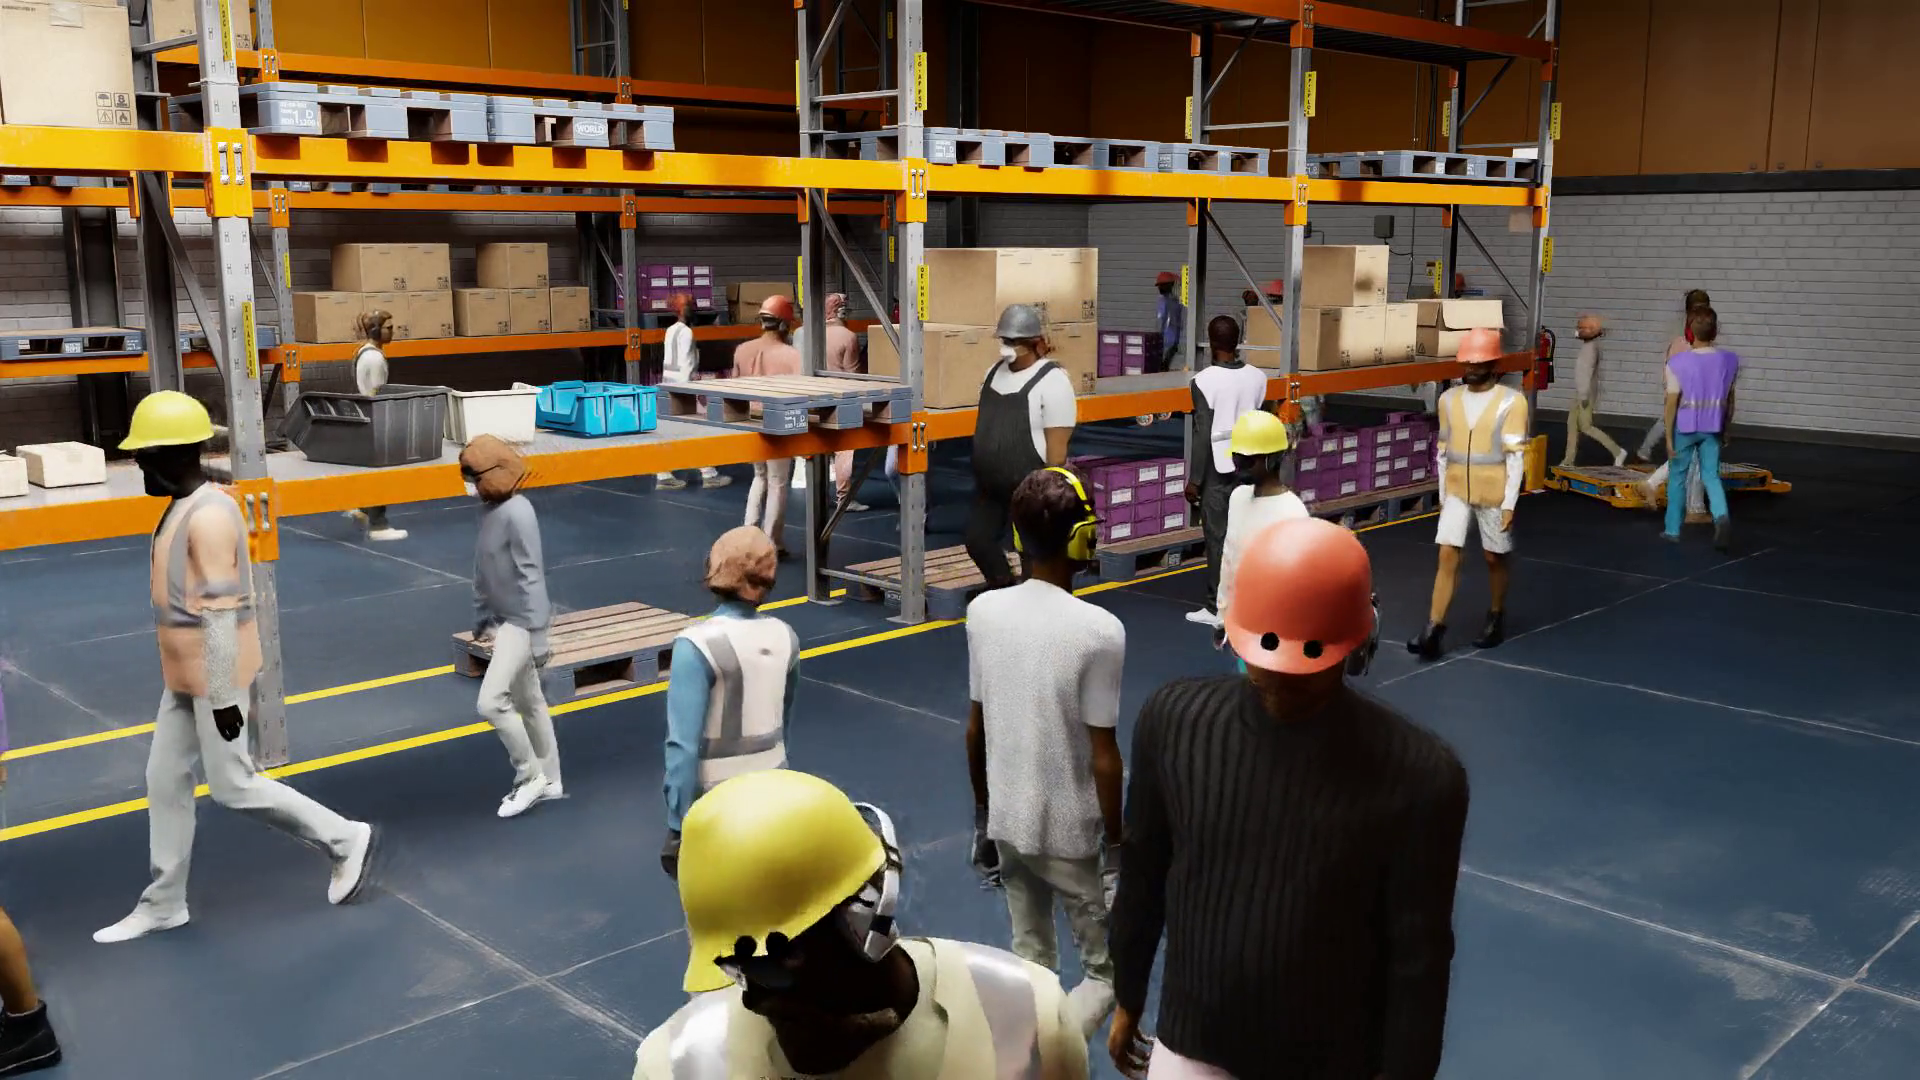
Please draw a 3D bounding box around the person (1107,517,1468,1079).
[{"bbox_3d":[0.530,0.910,2.927,0.651,1.951,0.535,5,11,25],"label":"person"}]

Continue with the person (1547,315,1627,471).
[{"bbox_3d":[6.390,-1.467,16.828,0.668,1.618,0.507,2,11,12],"label":"person"}]

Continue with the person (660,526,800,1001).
[{"bbox_3d":[-0.602,0.770,4.612,0.348,1.614,0.634,5,12,27],"label":"person"}]

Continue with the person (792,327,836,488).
[{"bbox_3d":[-1.312,-1.429,16.012,0.908,1.834,0.536,-9,14,-40],"label":"person"}]

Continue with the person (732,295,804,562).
[{"bbox_3d":[-1.400,-0.814,12.288,0.692,1.968,0.491,5,12,25],"label":"person"}]

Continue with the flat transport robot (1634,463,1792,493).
[{"bbox_3d":[6.969,-0.580,15.636,1.431,0.197,0.652,-2,11,-9],"label":"flat transport robot"}]

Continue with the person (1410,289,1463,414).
[{"bbox_3d":[4.829,-1.692,17.238,0.796,1.918,0.638,-4,11,-20],"label":"person"}]

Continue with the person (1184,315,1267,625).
[{"bbox_3d":[1.650,-0.424,10.293,0.591,1.916,0.383,-7,13,-35],"label":"person"}]

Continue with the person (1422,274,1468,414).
[{"bbox_3d":[6.358,-2.453,21.363,0.869,1.924,0.644,-3,11,-18],"label":"person"}]

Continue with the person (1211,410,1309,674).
[{"bbox_3d":[1.290,0.337,6.628,0.735,1.737,0.520,-3,11,-14],"label":"person"}]

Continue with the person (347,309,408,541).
[{"bbox_3d":[-4.565,-0.898,13.095,0.406,1.831,0.516,-4,11,-23],"label":"person"}]

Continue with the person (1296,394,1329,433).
[{"bbox_3d":[3.287,-1.376,15.988,0.527,1.727,0.499,-9,14,-41],"label":"person"}]

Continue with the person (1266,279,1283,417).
[{"bbox_3d":[3.555,-1.933,18.524,0.513,1.919,0.553,-8,13,-36],"label":"person"}]

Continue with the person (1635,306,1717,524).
[{"bbox_3d":[6.082,-1.042,13.911,0.583,1.825,0.638,0,10,0],"label":"person"}]

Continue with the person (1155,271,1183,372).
[{"bbox_3d":[2.900,-2.754,23.003,0.552,1.913,0.566,7,13,34],"label":"person"}]

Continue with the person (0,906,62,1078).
[{"bbox_3d":[-3.020,0.625,4.596,0.890,1.900,0.566,-4,11,-19],"label":"person"}]

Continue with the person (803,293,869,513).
[{"bbox_3d":[-1.065,-1.192,14.518,0.652,1.904,0.402,9,14,41],"label":"person"}]

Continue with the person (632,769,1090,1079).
[{"bbox_3d":[-0.071,1.140,2.137,0.672,1.787,0.405,-3,11,-14],"label":"person"}]

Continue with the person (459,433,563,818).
[{"bbox_3d":[-1.831,0.359,6.855,0.457,1.609,0.615,-7,12,-32],"label":"person"}]

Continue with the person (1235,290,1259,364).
[{"bbox_3d":[4.062,-2.675,23.314,0.514,1.645,0.308,-6,12,-28],"label":"person"}]

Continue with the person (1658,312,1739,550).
[{"bbox_3d":[5.681,-0.831,12.772,0.574,1.826,0.775,0,10,2],"label":"person"}]

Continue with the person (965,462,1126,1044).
[{"bbox_3d":[0.199,0.741,4.096,0.476,1.858,0.544,-10,14,-44],"label":"person"}]

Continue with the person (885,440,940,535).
[{"bbox_3d":[-0.365,-0.884,13.240,0.540,1.753,0.376,5,12,26],"label":"person"}]

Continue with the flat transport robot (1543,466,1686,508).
[{"bbox_3d":[5.992,-0.502,15.209,0.652,0.197,1.431,-2,11,-9],"label":"flat transport robot"}]

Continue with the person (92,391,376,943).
[{"bbox_3d":[-2.550,0.426,5.724,0.864,1.900,0.598,-8,13,-36],"label":"person"}]

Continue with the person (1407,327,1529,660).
[{"bbox_3d":[2.916,-0.257,9.451,0.562,1.882,0.984,9,14,40],"label":"person"}]

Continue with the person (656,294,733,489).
[{"bbox_3d":[-2.546,-1.406,15.826,0.845,1.845,0.604,-5,12,-27],"label":"person"}]

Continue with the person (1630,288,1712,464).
[{"bbox_3d":[7.177,-1.558,16.537,0.622,1.902,0.917,-5,11,-25],"label":"person"}]

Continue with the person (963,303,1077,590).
[{"bbox_3d":[0.326,-0.370,9.661,0.536,2.000,0.716,-9,14,-42],"label":"person"}]
